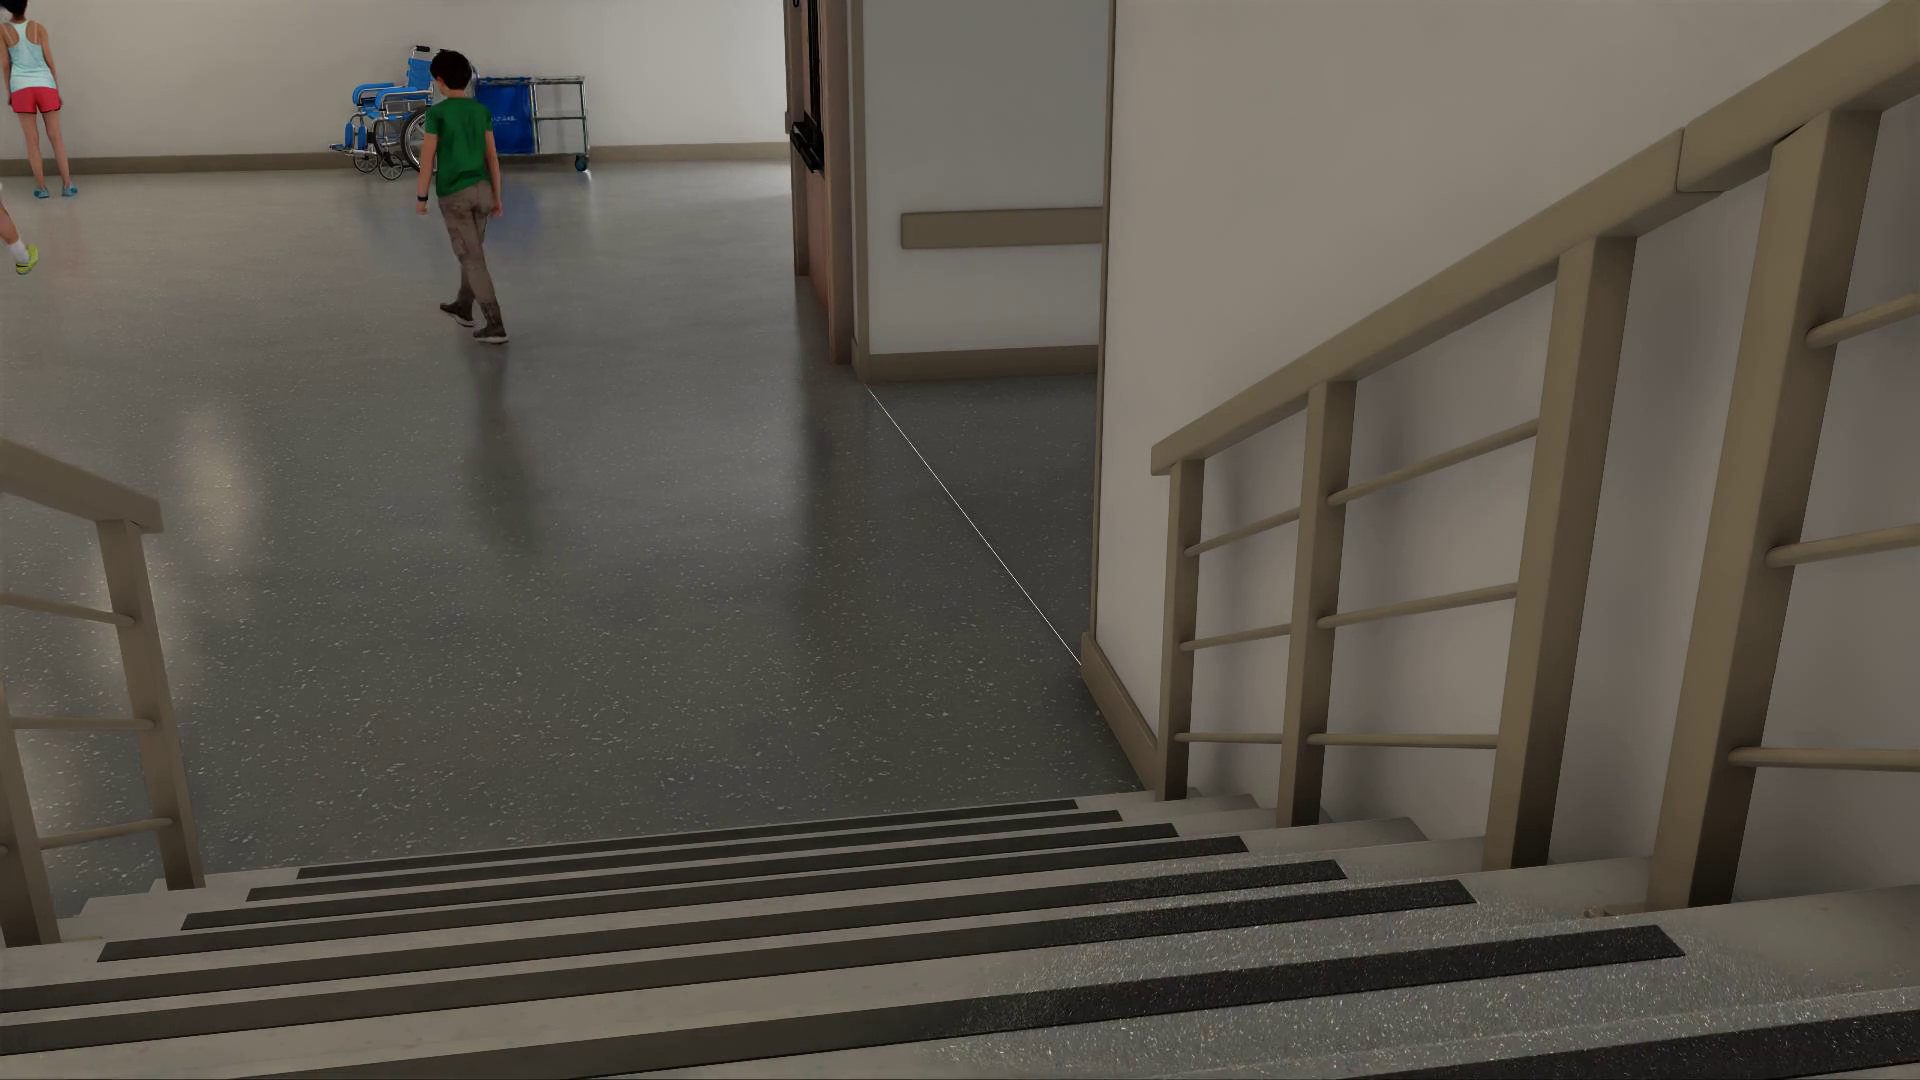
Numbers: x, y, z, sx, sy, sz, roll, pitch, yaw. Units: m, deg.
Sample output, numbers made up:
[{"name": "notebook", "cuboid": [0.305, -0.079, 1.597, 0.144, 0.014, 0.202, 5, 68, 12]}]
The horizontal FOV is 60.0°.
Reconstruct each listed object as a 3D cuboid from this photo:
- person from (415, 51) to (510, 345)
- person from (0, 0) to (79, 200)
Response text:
[{"name": "person", "cuboid": [-2.764, -1.921, 9.485, 1.042, 1.625, 0.962, 15, 25, 34]}, {"name": "person", "cuboid": [-8.057, -3.888, 14.468, 0.660, 1.774, 0.665, -10, 23, -25]}]
